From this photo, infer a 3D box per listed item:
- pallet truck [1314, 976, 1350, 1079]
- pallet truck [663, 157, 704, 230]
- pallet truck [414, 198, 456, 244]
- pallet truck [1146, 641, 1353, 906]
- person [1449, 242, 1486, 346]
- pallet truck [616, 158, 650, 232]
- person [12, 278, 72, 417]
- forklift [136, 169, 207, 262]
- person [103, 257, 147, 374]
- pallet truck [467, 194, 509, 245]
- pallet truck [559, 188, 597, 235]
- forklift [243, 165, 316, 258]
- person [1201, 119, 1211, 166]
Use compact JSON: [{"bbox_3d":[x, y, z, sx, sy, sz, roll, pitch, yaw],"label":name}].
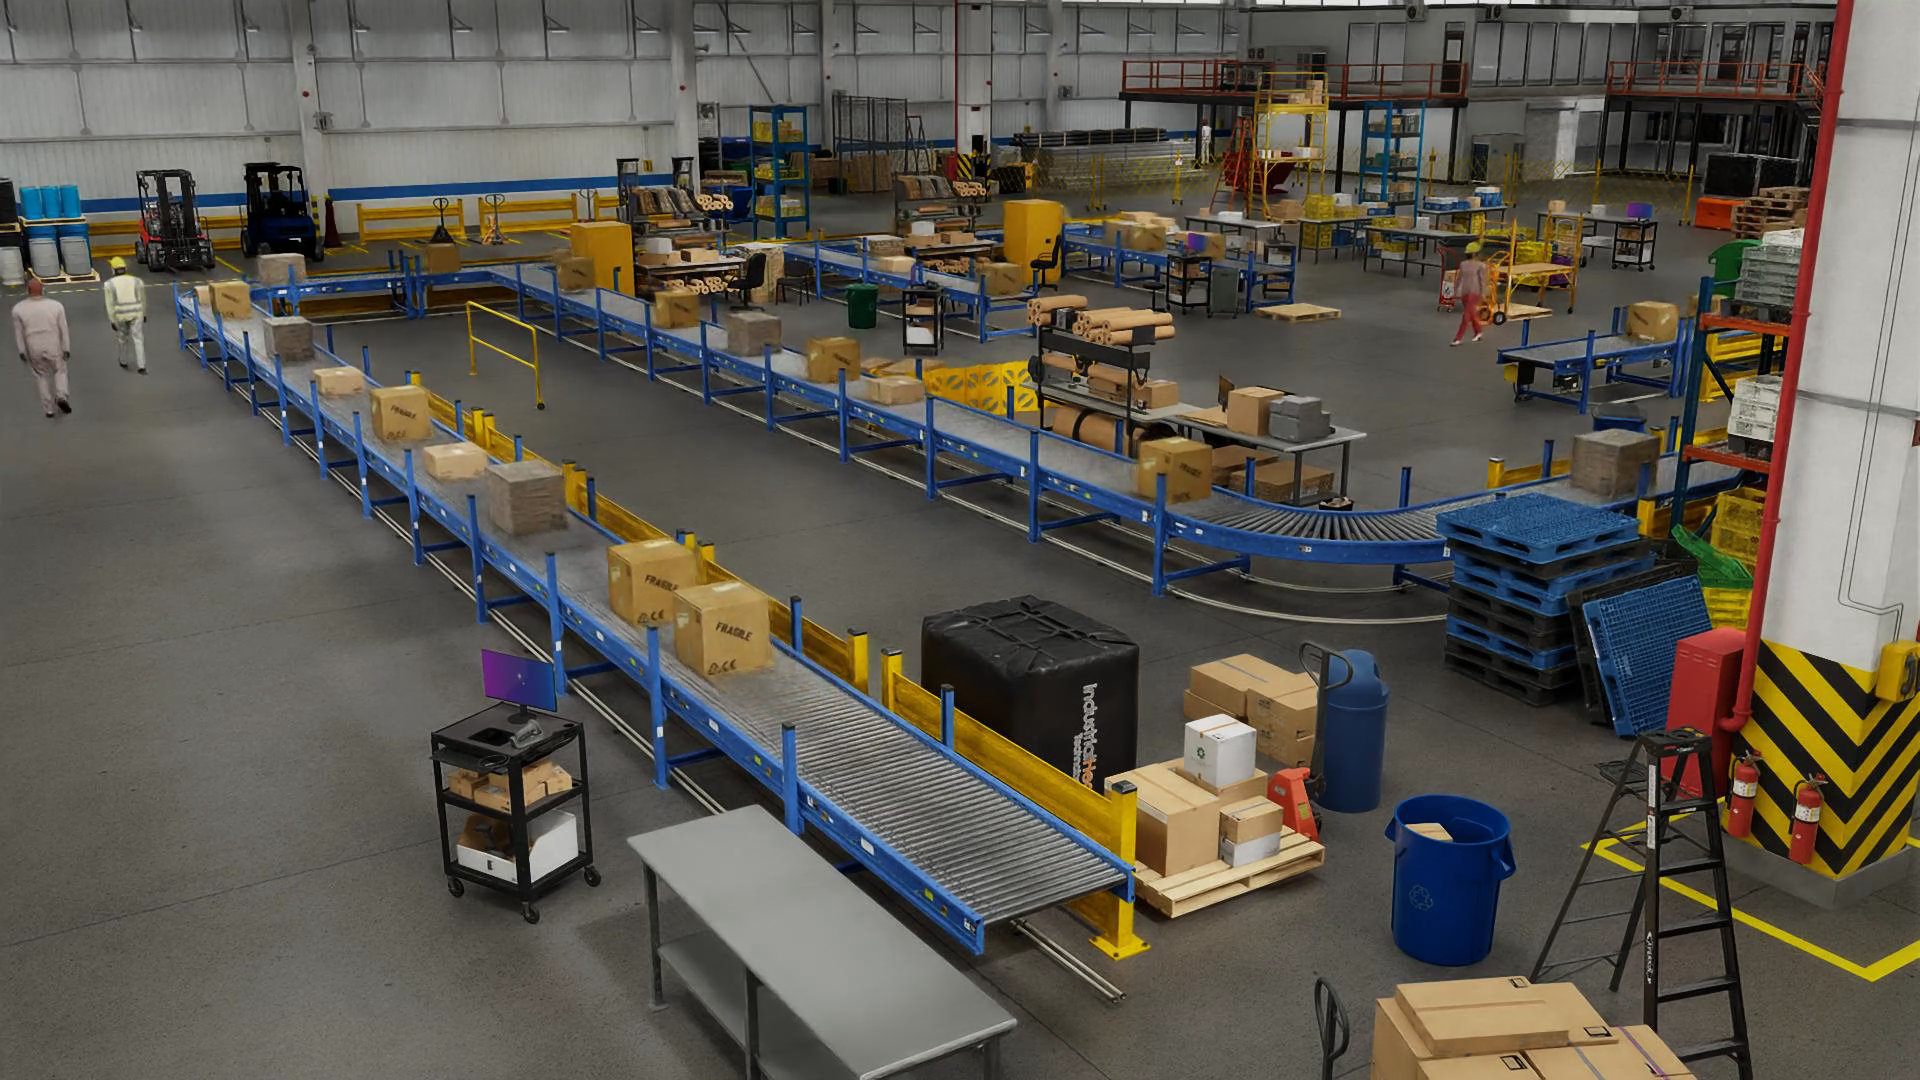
[{"bbox_3d":[2.299,2.390,7.086,1.601,1.201,0.680,-2,17,-7],"label":"pallet truck"},{"bbox_3d":[-7.586,-9.308,44.692,0.823,1.965,1.885,-11,20,-33],"label":"pallet truck"},{"bbox_3d":[-13.250,-8.060,41.856,0.680,1.201,1.601,-10,20,-31],"label":"pallet truck"},{"bbox_3d":[1.664,1.407,10.232,1.630,1.274,0.653,-10,20,-31],"label":"pallet truck"},{"bbox_3d":[8.619,-4.167,28.057,0.908,1.722,0.540,-11,20,-31],"label":"person"},{"bbox_3d":[-8.918,-9.176,44.255,0.823,1.965,1.885,-9,19,-27],"label":"pallet truck"},{"bbox_3d":[-12.445,-2.610,22.595,0.646,1.892,0.431,-8,19,-25],"label":"person"},{"bbox_3d":[-17.842,-7.318,37.559,1.157,1.987,2.680,-10,20,-31],"label":"forklift"},{"bbox_3d":[-12.809,-3.454,25.595,0.593,1.785,0.946,-11,20,-32],"label":"person"},{"bbox_3d":[-11.983,-8.177,42.137,0.704,1.261,1.522,-11,20,-33],"label":"pallet truck"},{"bbox_3d":[-10.010,-8.652,43.699,0.653,1.274,1.630,-10,20,-31],"label":"pallet truck"},{"bbox_3d":[-15.898,-7.669,38.708,1.157,1.987,2.680,-11,20,-33],"label":"forklift"},{"bbox_3d":[9.991,-16.242,67.959,0.574,1.884,0.358,-11,20,-32],"label":"person"}]
